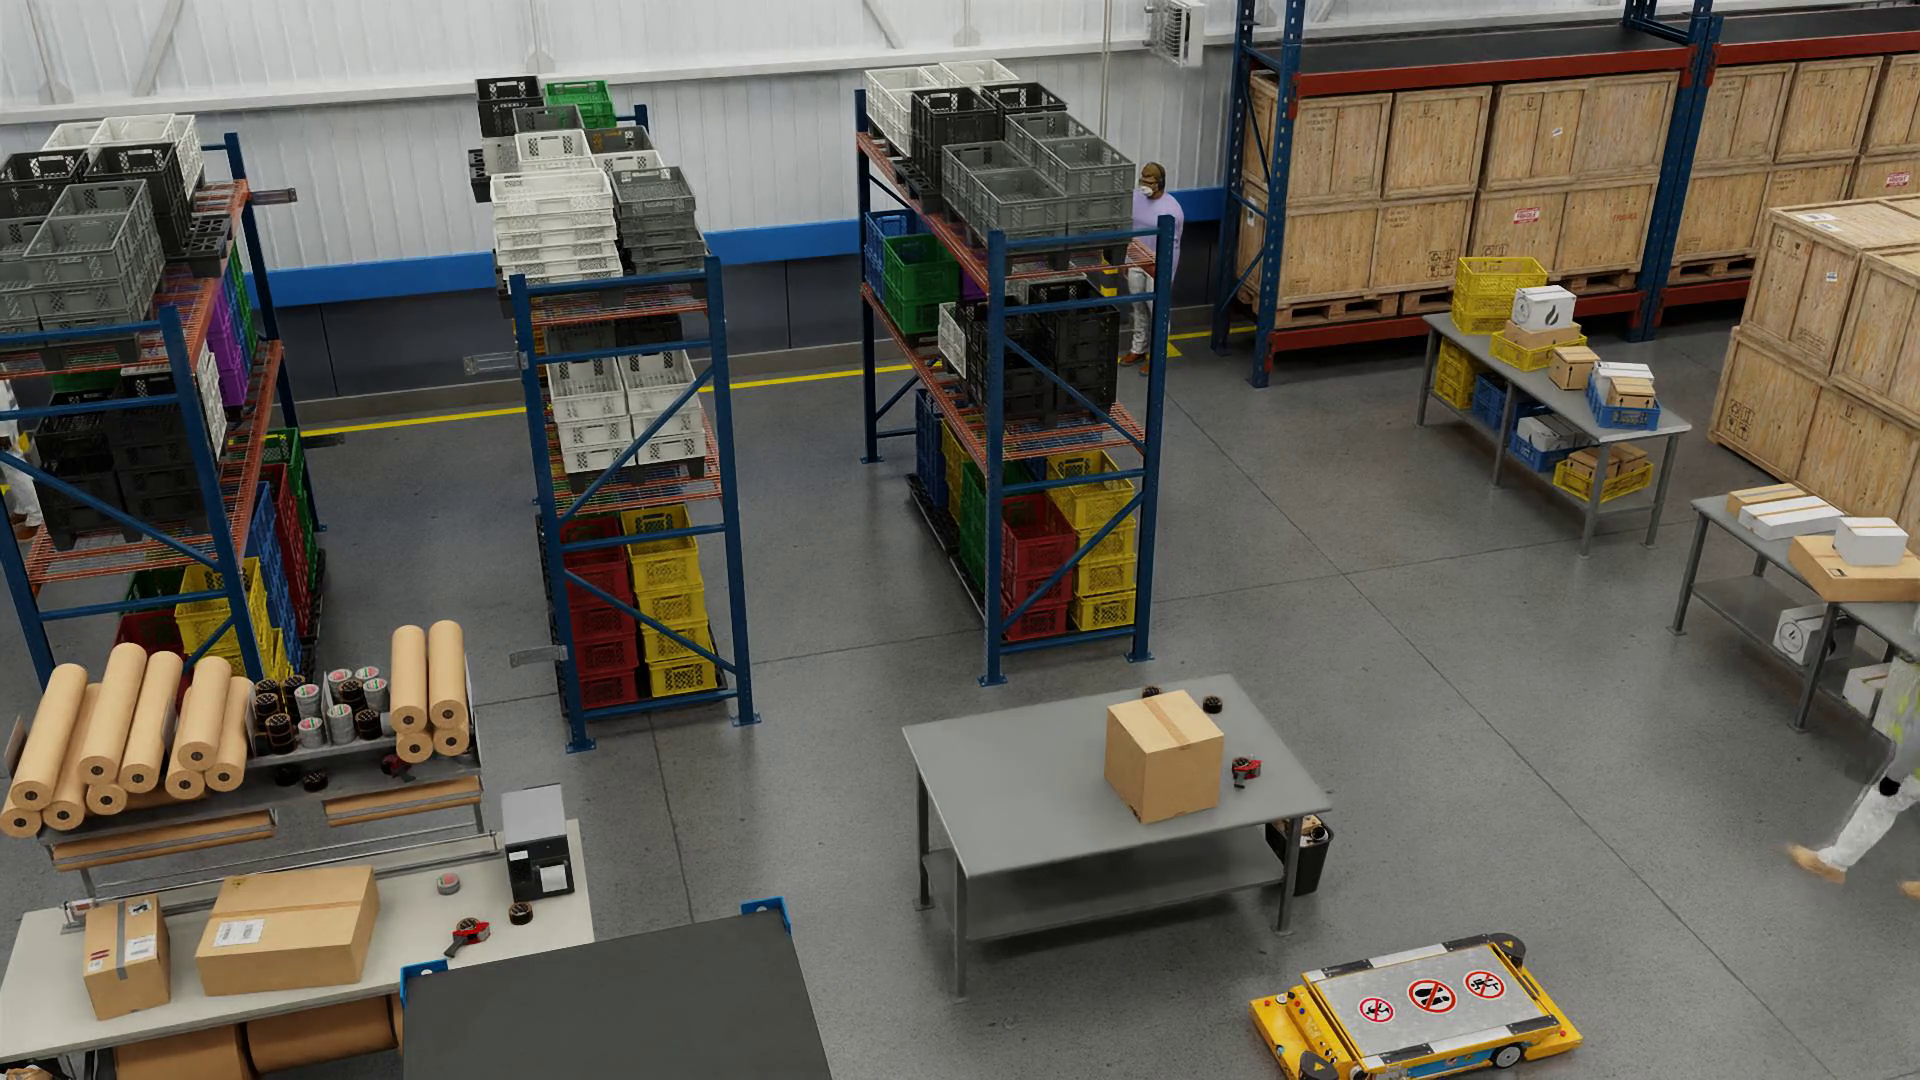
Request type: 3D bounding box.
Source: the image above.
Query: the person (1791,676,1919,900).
[{"bbox_3d":[4.948,1.086,8.599,0.657,1.804,0.800,-23,36,-35],"label":"person"}]

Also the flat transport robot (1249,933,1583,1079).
[{"bbox_3d":[2.184,2.282,7.980,1.431,0.197,0.652,-8,30,-14],"label":"flat transport robot"}]

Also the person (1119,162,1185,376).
[{"bbox_3d":[1.702,-2.430,14.847,0.374,1.933,0.625,-21,35,-33],"label":"person"}]

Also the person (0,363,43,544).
[{"bbox_3d":[-7.007,-0.877,12.067,0.339,1.882,0.581,-21,35,-34],"label":"person"}]
